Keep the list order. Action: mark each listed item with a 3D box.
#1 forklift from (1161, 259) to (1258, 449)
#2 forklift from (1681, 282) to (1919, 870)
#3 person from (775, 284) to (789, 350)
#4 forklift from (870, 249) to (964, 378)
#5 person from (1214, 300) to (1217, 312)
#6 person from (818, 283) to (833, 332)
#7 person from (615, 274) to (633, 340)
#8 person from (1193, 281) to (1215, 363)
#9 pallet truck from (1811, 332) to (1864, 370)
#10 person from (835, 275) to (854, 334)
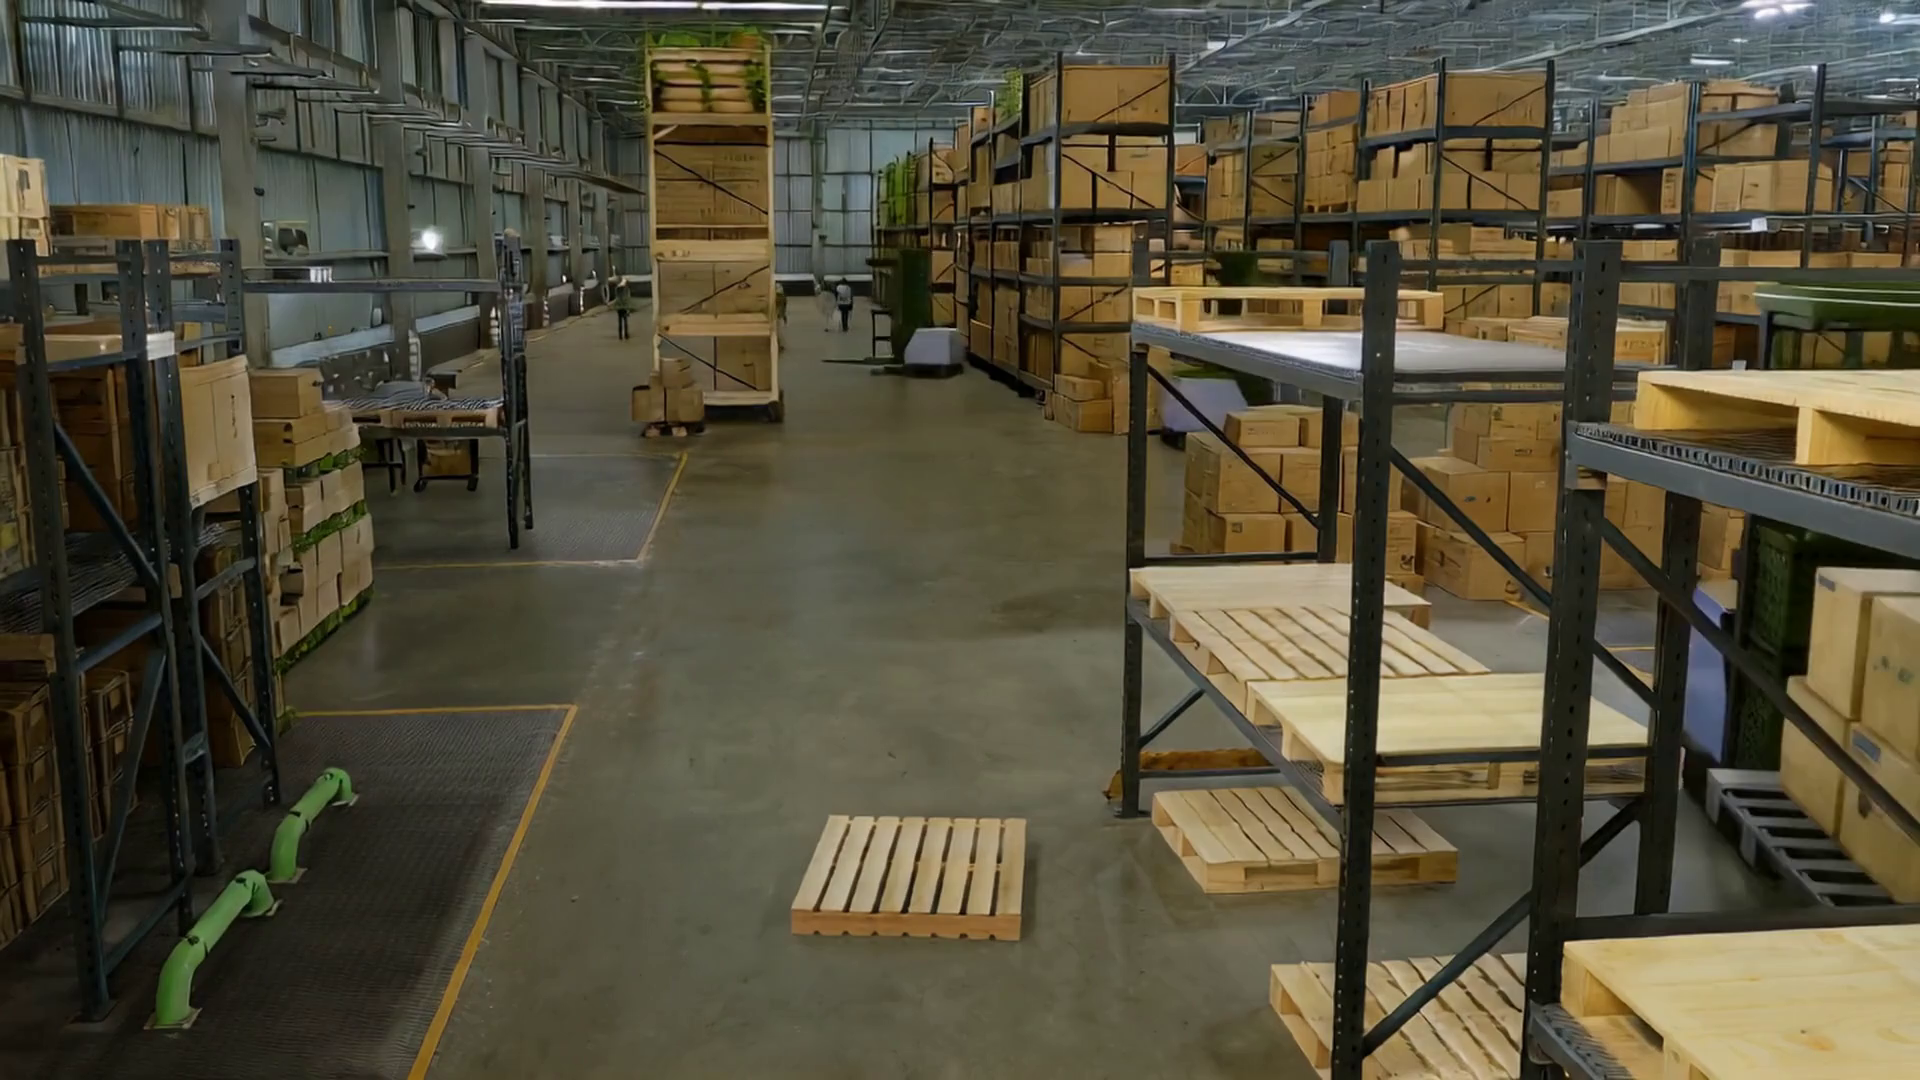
[{"bbox_3d":[3.958,-2.724,24.027,1.873,2.768,1.129,-1,10,-7],"label":"forklift"},{"bbox_3d":[4.488,0.073,8.529,1.129,2.768,1.873,2,10,9],"label":"forklift"},{"bbox_3d":[-5.022,-6.175,46.055,0.432,1.839,0.634,8,13,37],"label":"person"},{"bbox_3d":[-0.932,-5.023,36.765,1.873,2.768,1.129,4,11,19],"label":"forklift"},{"bbox_3d":[7.191,-6.628,48.527,1.018,1.854,0.653,-6,12,-29],"label":"person"},{"bbox_3d":[-4.440,-7.645,54.768,0.520,1.619,0.356,-6,12,-31],"label":"person"},{"bbox_3d":[-10.253,-7.112,50.789,0.375,1.997,0.609,8,13,39],"label":"person"},{"bbox_3d":[6.020,-5.370,41.078,0.617,2.021,0.758,-2,10,-11],"label":"person"},{"bbox_3d":[15.846,-3.142,28.793,1.885,1.965,0.823,2,10,12],"label":"pallet truck"},{"bbox_3d":[-3.743,-7.639,53.977,0.605,1.897,0.472,1,10,4],"label":"person"}]
